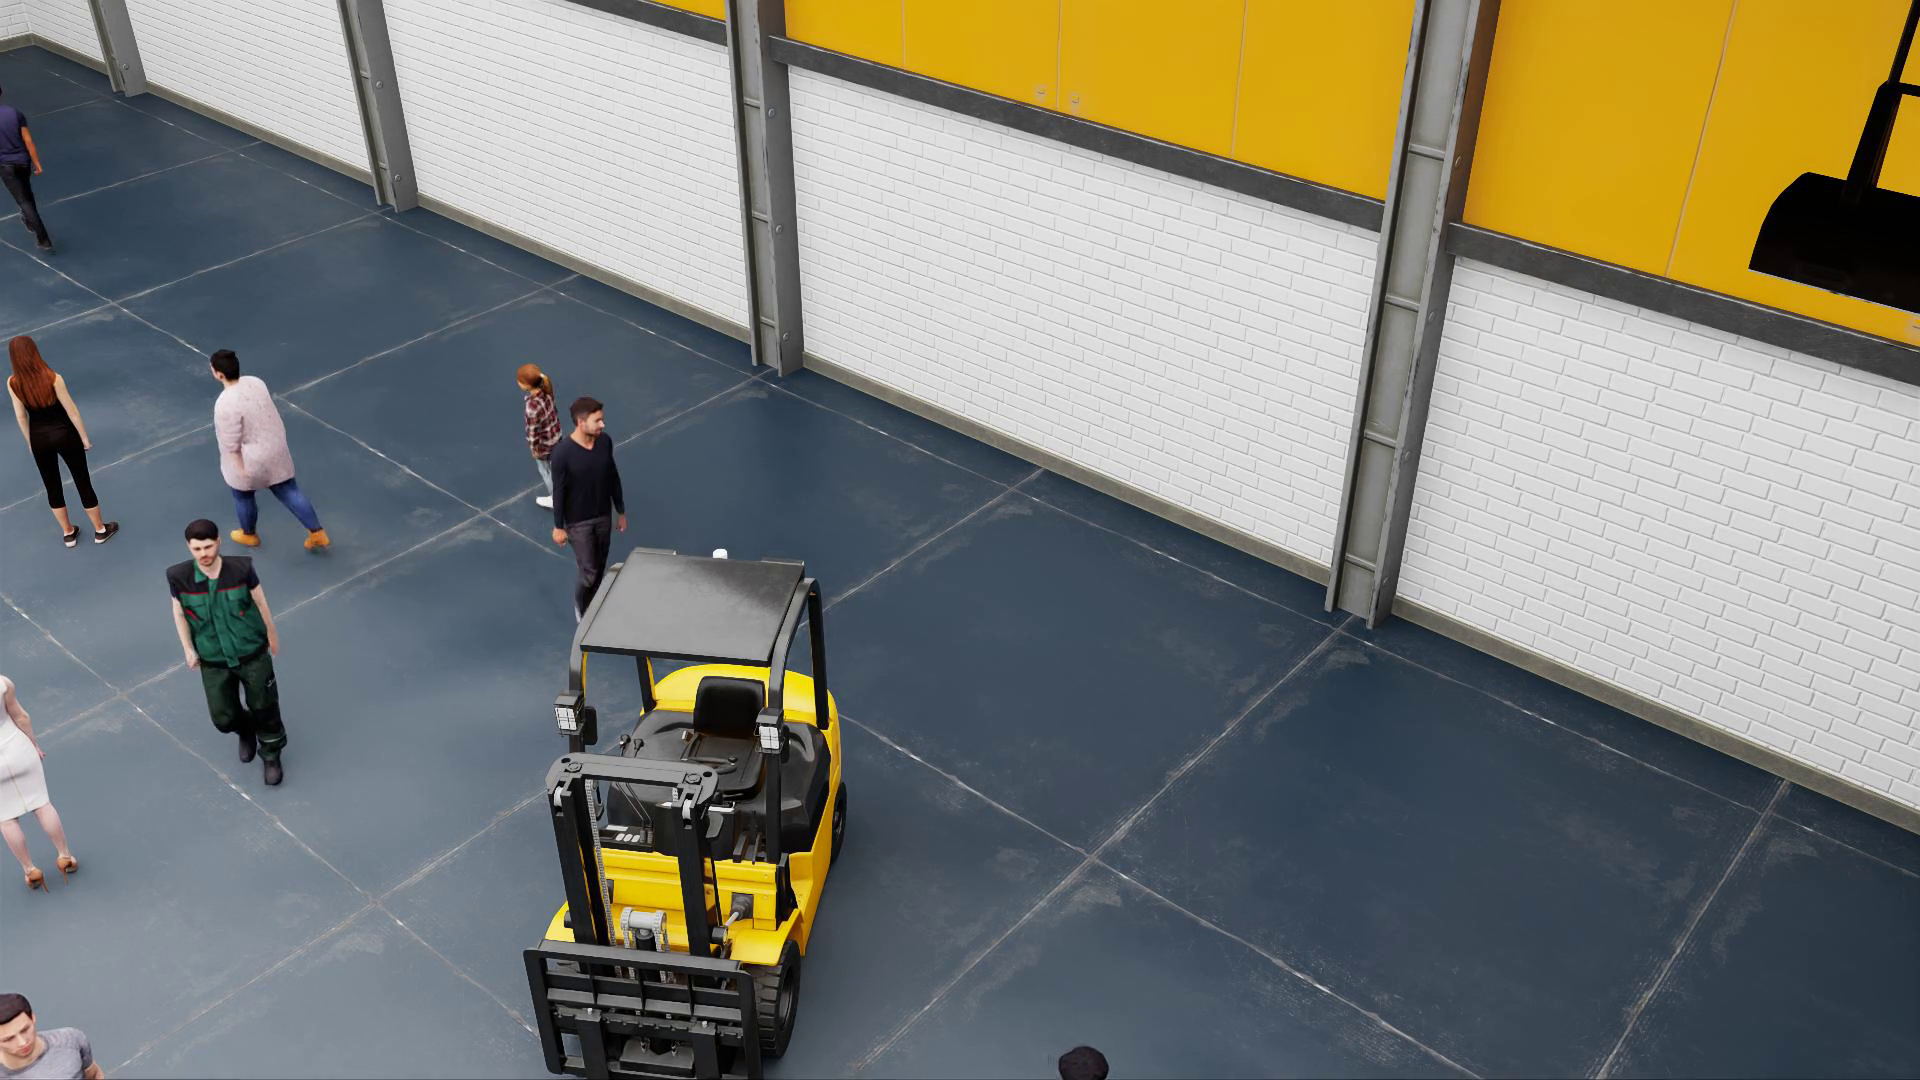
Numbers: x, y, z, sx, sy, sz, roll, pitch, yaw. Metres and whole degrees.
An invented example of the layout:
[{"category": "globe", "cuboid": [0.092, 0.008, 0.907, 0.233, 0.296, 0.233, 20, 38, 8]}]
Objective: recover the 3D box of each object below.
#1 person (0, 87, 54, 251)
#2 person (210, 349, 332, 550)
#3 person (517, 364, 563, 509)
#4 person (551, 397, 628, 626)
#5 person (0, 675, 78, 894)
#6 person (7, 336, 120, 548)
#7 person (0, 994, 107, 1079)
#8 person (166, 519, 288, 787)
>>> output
[{"category": "person", "cuboid": [-9.724, -3.826, 17.126, 1.132, 1.746, 0.646, 26, 42, 33]}, {"category": "person", "cuboid": [-5.148, -0.631, 12.353, 1.161, 1.708, 0.847, 15, 36, 21]}, {"category": "person", "cuboid": [-3.177, -0.787, 12.962, 0.747, 1.294, 0.666, 12, 35, 18]}, {"category": "person", "cuboid": [-2.632, -0.179, 11.551, 0.697, 1.844, 0.655, -27, 42, -34]}, {"category": "person", "cuboid": [-5.424, 1.274, 9.411, 0.622, 1.793, 0.576, -22, 39, -29]}, {"category": "person", "cuboid": [-6.816, -0.743, 12.507, 0.653, 1.725, 0.699, -5, 34, -8]}, {"category": "person", "cuboid": [-3.893, 2.651, 7.268, 0.539, 1.871, 0.662, 23, 40, 30]}, {"category": "person", "cuboid": [-4.493, 0.641, 10.271, 0.860, 1.895, 0.917, -12, 35, -17]}]
